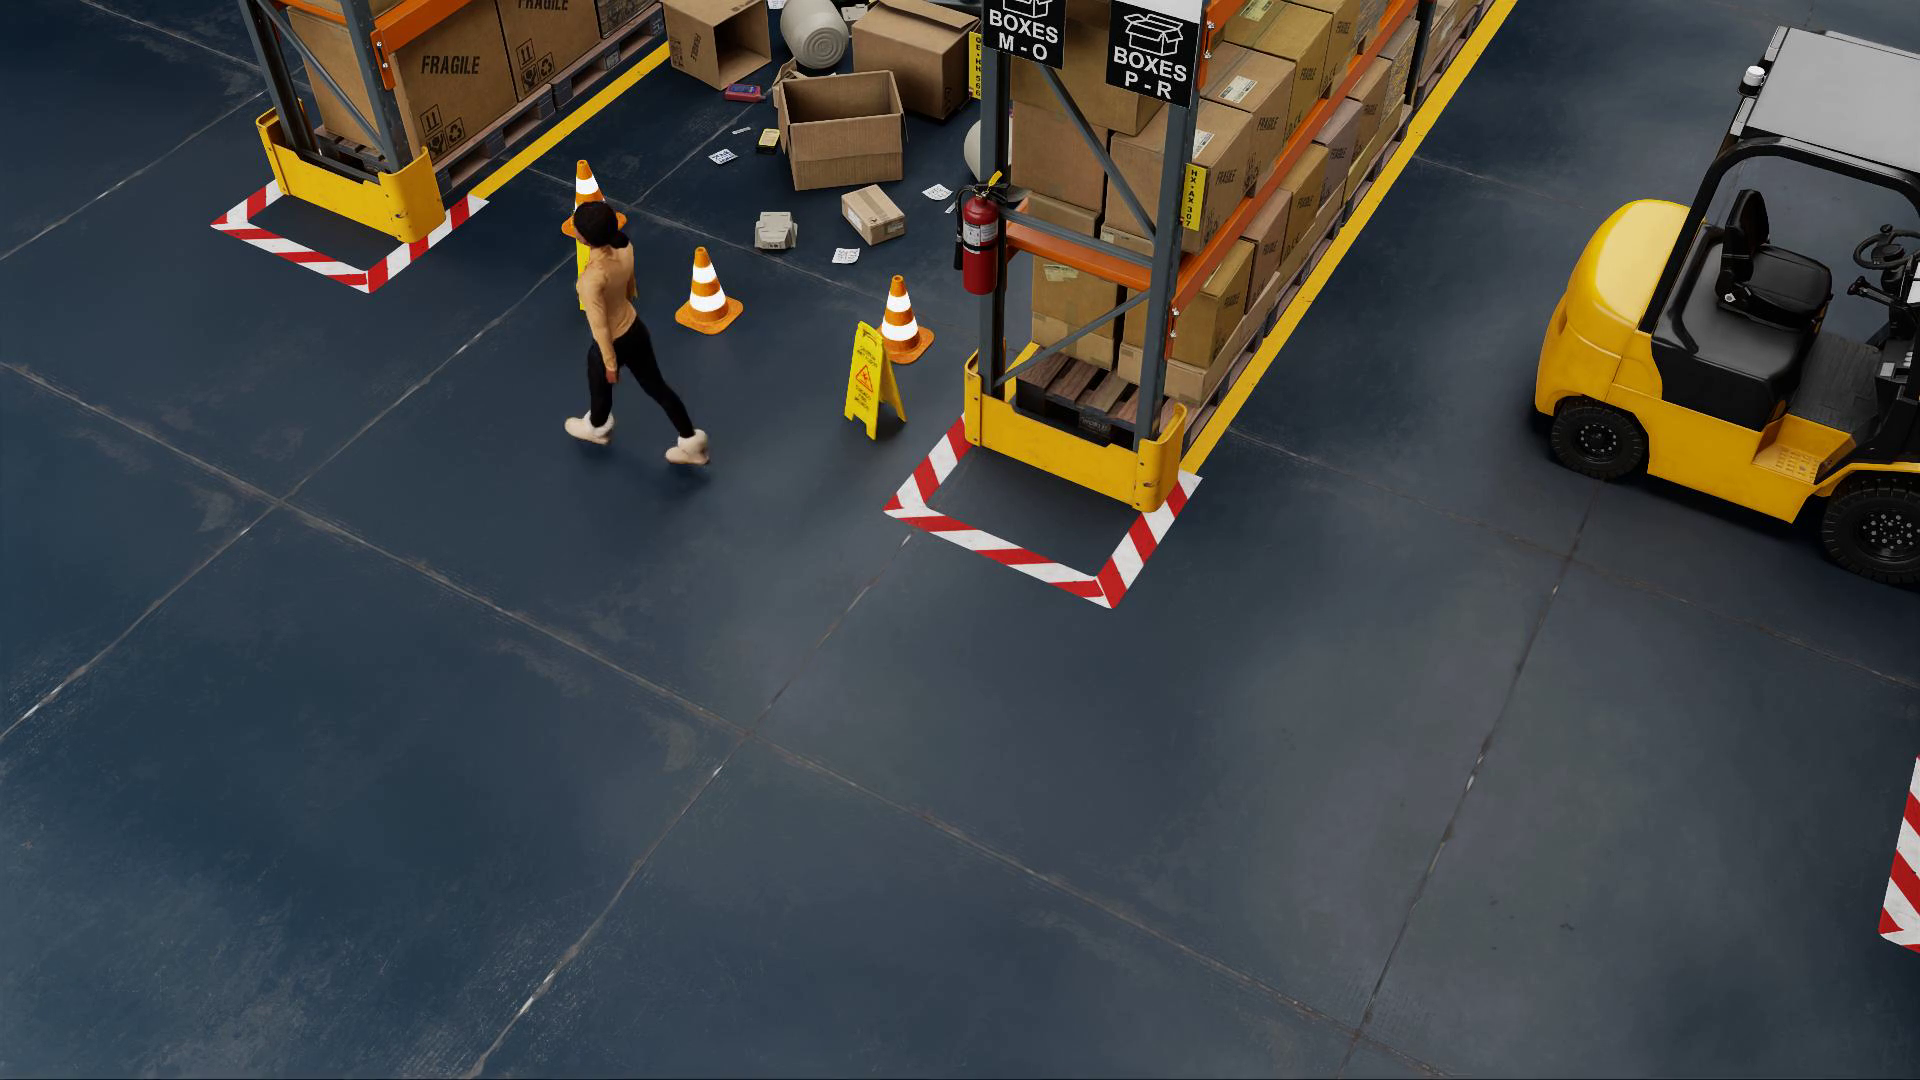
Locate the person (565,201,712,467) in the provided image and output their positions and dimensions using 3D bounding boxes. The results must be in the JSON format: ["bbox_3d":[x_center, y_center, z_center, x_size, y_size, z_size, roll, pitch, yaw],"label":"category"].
[{"bbox_3d":[-1.636,-0.985,8.378,0.707,1.619,1.056,19,50,17],"label":"person"}]
